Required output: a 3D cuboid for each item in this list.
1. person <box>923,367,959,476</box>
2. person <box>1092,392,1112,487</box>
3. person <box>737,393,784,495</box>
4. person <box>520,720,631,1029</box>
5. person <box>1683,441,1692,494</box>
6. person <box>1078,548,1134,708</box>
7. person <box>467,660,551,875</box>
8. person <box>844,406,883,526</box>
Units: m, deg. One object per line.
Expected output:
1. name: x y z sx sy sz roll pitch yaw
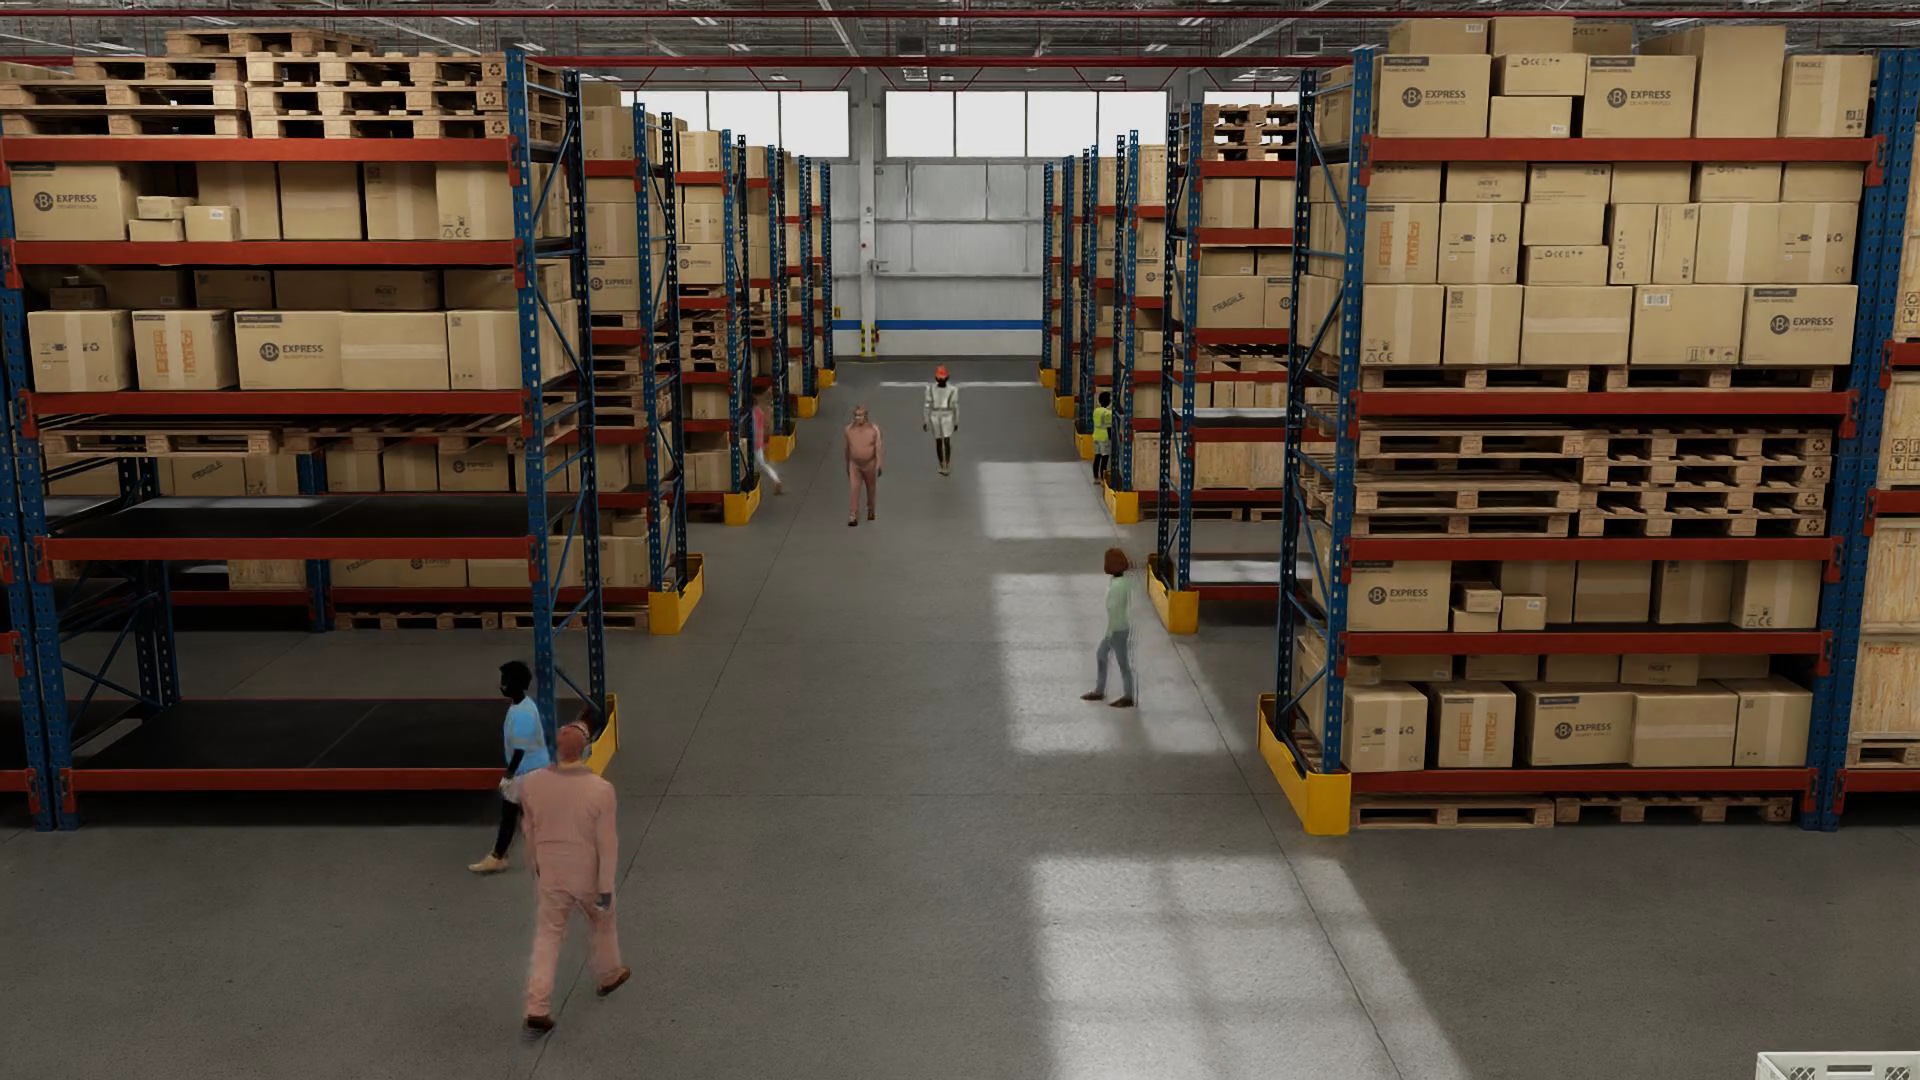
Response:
1. person: -0.364 -2.177 30.656 0.625 2.001 0.956 2 12 10
2. person: 2.541 -1.789 29.534 0.318 1.690 0.527 -6 13 -26
3. person: -3.488 -1.621 28.437 0.865 1.811 0.635 4 12 20
4. person: -2.387 2.027 10.197 0.641 1.864 0.977 2 12 9
5. person: 9.712 -0.508 22.679 0.951 1.903 0.554 1 11 4
6. person: 1.440 0.877 16.484 0.670 1.608 0.523 1 11 4
7. person: -3.212 1.701 12.322 0.861 1.651 0.543 -5 13 -24
8. person: -1.515 -1.168 26.043 0.650 1.858 0.991 1 11 7
